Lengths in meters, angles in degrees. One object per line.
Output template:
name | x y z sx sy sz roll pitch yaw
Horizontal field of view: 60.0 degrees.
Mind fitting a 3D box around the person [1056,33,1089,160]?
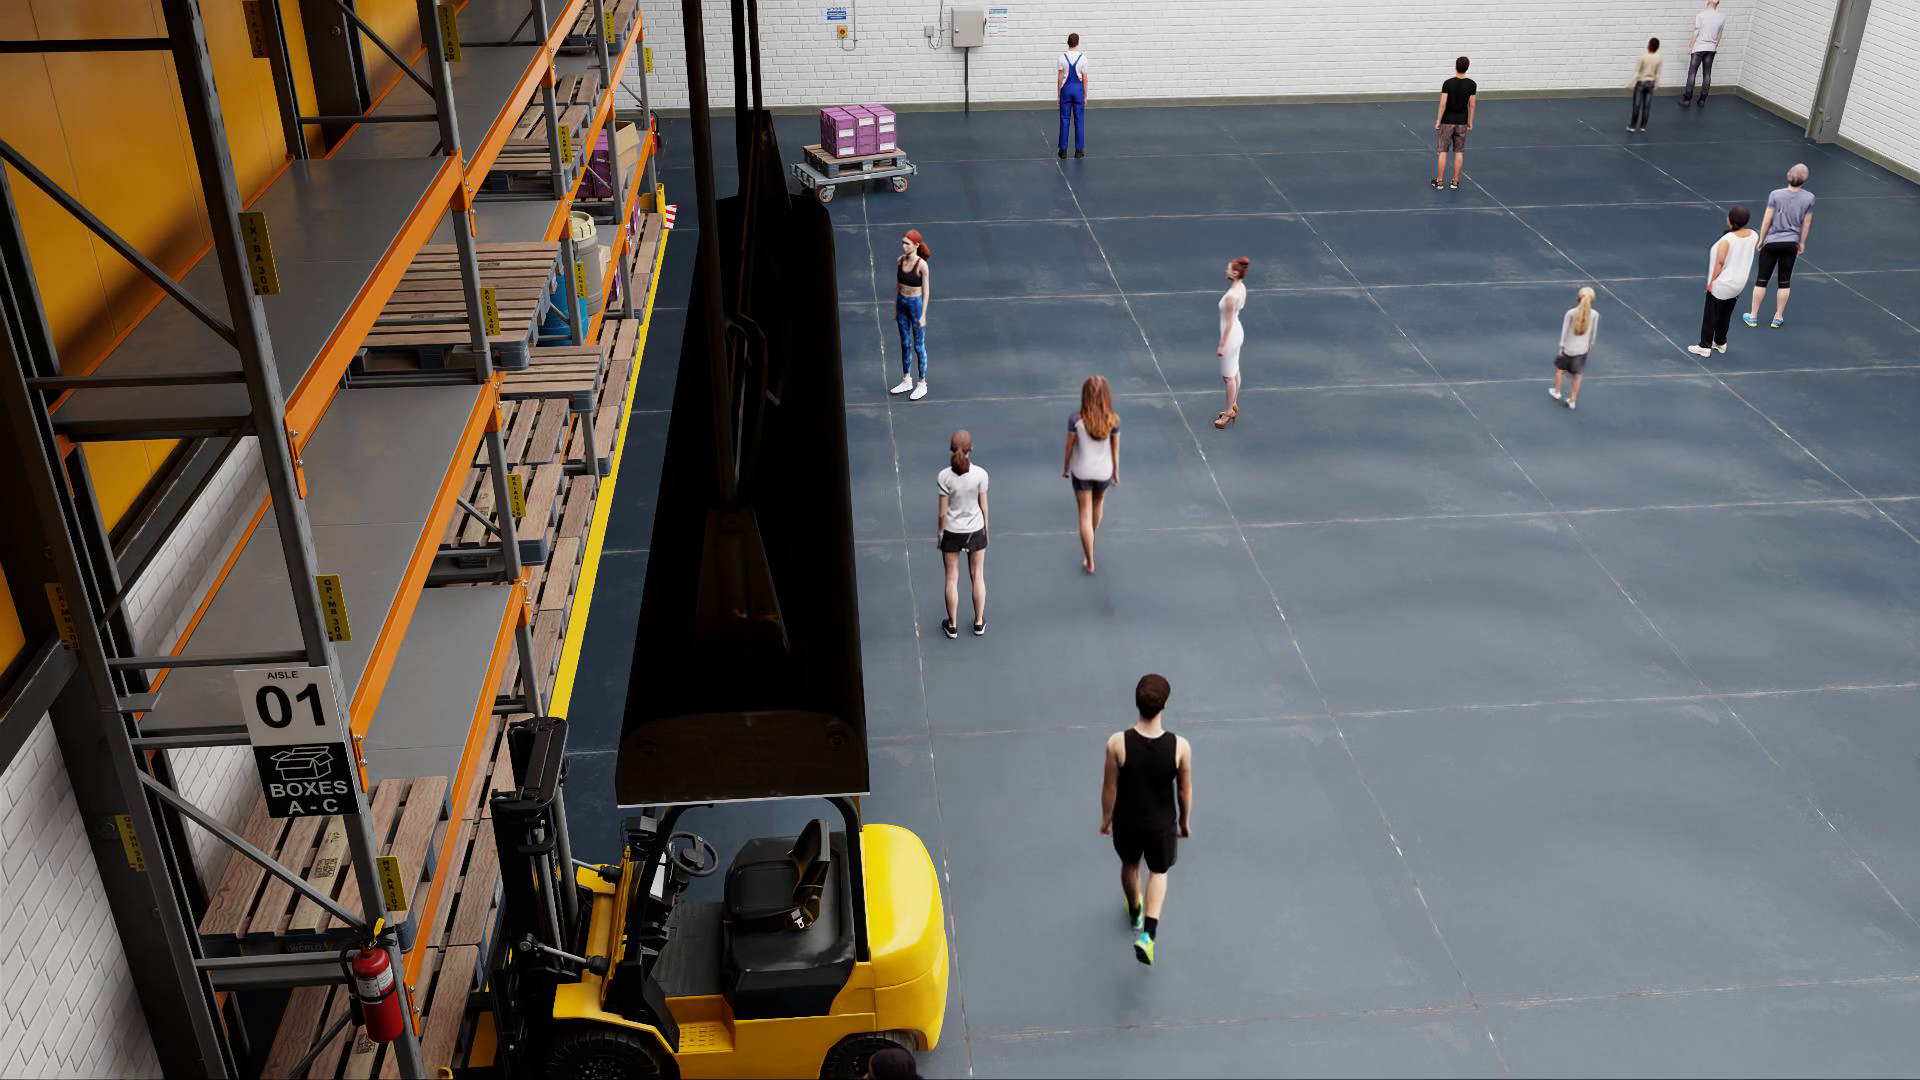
person | 1.687 -6.735 25.189 0.661 1.849 0.616 2 29 3

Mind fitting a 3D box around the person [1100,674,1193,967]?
person | 1.083 1.667 9.759 0.815 1.873 1.083 3 29 5

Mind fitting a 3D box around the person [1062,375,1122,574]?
person | 1.117 -0.512 13.935 0.609 1.701 0.949 -3 29 -5

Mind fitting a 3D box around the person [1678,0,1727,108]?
person | 12.500 -8.230 27.947 0.653 1.832 0.580 -1 29 -2

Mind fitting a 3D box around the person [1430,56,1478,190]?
person | 7.057 -5.970 23.774 0.707 1.860 0.594 1 29 1

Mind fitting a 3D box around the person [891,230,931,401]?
person | -0.502 -2.339 17.195 0.692 1.785 0.750 20 35 32

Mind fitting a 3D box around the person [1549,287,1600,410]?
person | 6.321 -1.953 17.037 0.579 1.258 0.698 2 29 4

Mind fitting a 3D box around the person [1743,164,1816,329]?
person | 9.350 -3.351 18.943 0.731 1.888 0.717 9 30 16

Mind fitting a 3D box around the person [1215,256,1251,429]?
person | 2.700 -1.965 16.504 0.690 1.792 0.558 11 30 19

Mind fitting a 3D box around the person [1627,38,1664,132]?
person | 10.933 -7.263 26.559 0.573 1.462 0.566 0 29 0

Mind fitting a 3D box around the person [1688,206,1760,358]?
person | 8.384 -2.851 18.236 0.729 1.688 0.715 -12 31 -21

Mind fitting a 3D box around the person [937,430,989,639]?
person | 0.020 -0.041 13.019 0.554 1.750 0.538 -3 29 -5

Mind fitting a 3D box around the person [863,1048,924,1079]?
person | -0.278 2.953 7.521 0.738 1.760 0.571 -5 29 -9
